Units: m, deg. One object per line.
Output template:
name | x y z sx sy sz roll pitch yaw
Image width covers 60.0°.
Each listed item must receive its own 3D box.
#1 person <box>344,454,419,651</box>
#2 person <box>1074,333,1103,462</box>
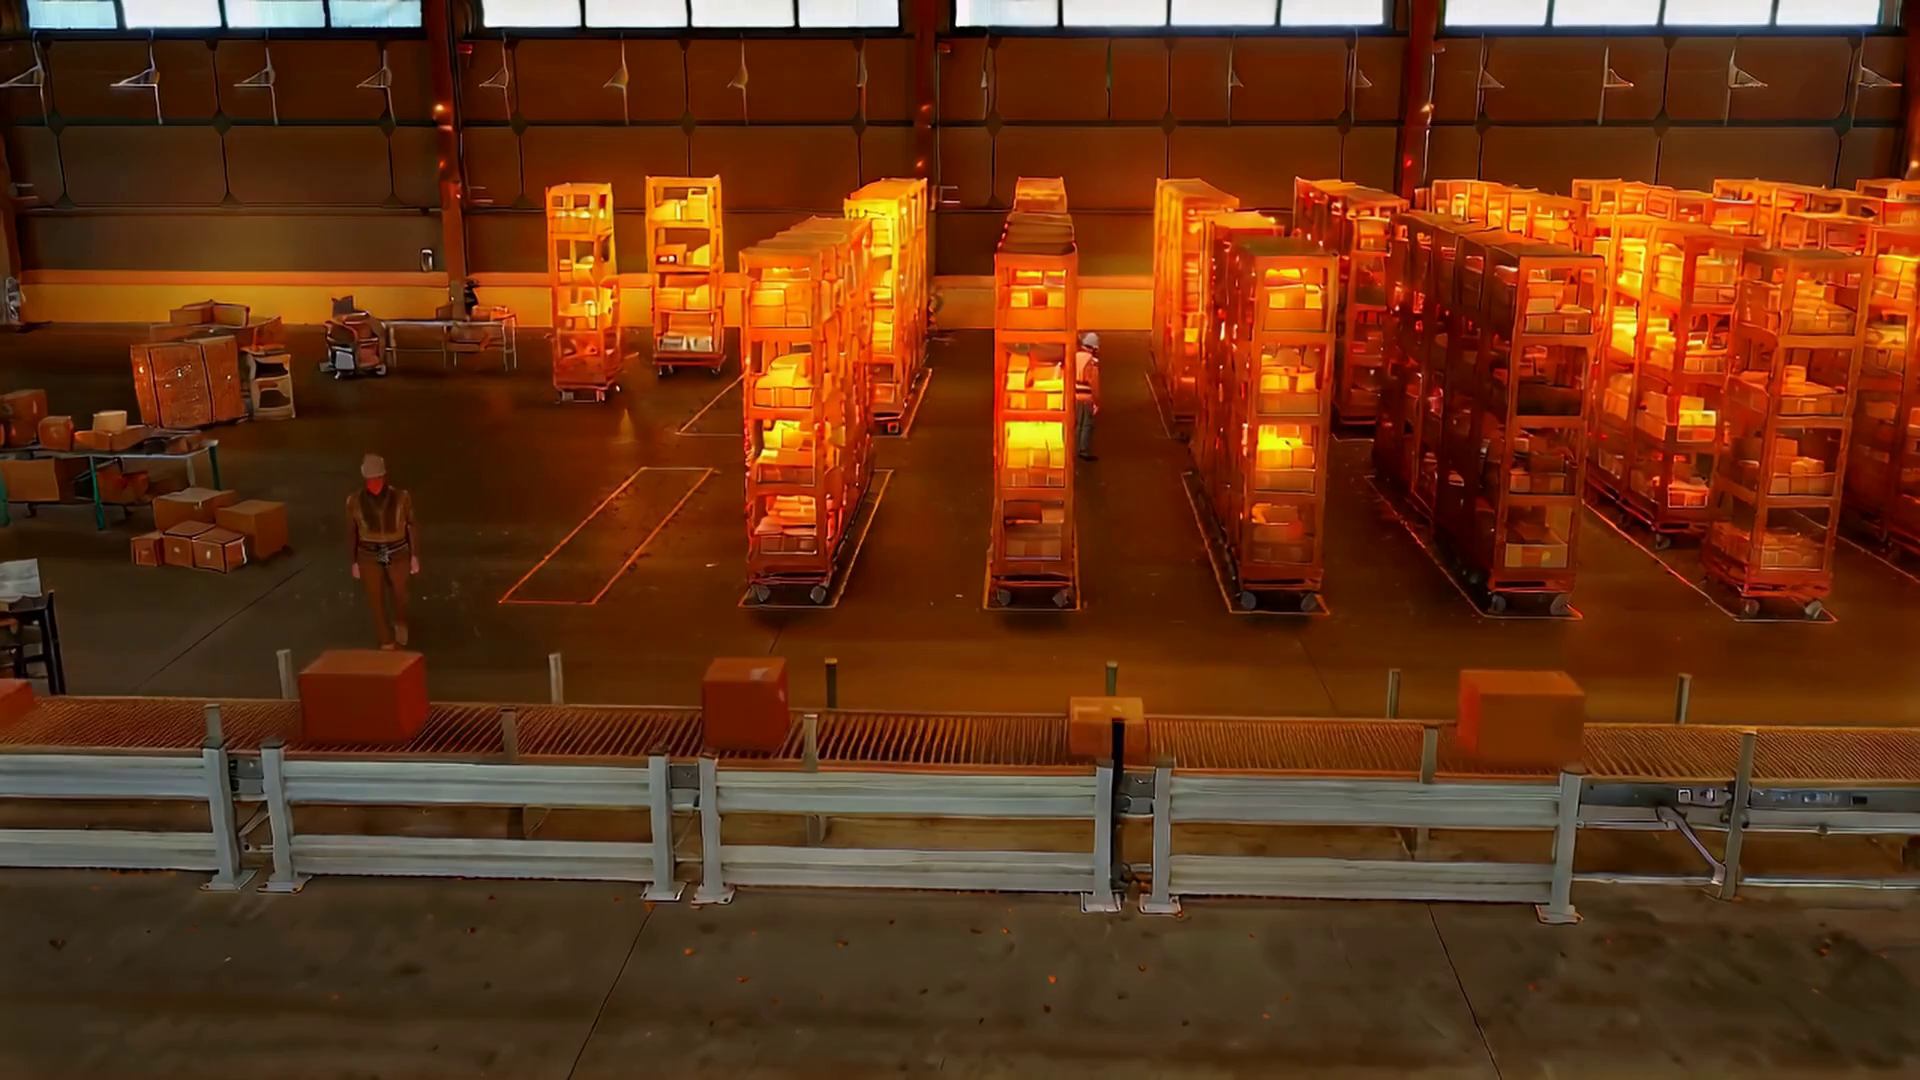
person | -5.314 0.149 15.310 0.636 1.935 0.453 -6 16 -21
person | 1.825 -2.022 23.606 0.411 1.821 0.583 -7 17 -25
